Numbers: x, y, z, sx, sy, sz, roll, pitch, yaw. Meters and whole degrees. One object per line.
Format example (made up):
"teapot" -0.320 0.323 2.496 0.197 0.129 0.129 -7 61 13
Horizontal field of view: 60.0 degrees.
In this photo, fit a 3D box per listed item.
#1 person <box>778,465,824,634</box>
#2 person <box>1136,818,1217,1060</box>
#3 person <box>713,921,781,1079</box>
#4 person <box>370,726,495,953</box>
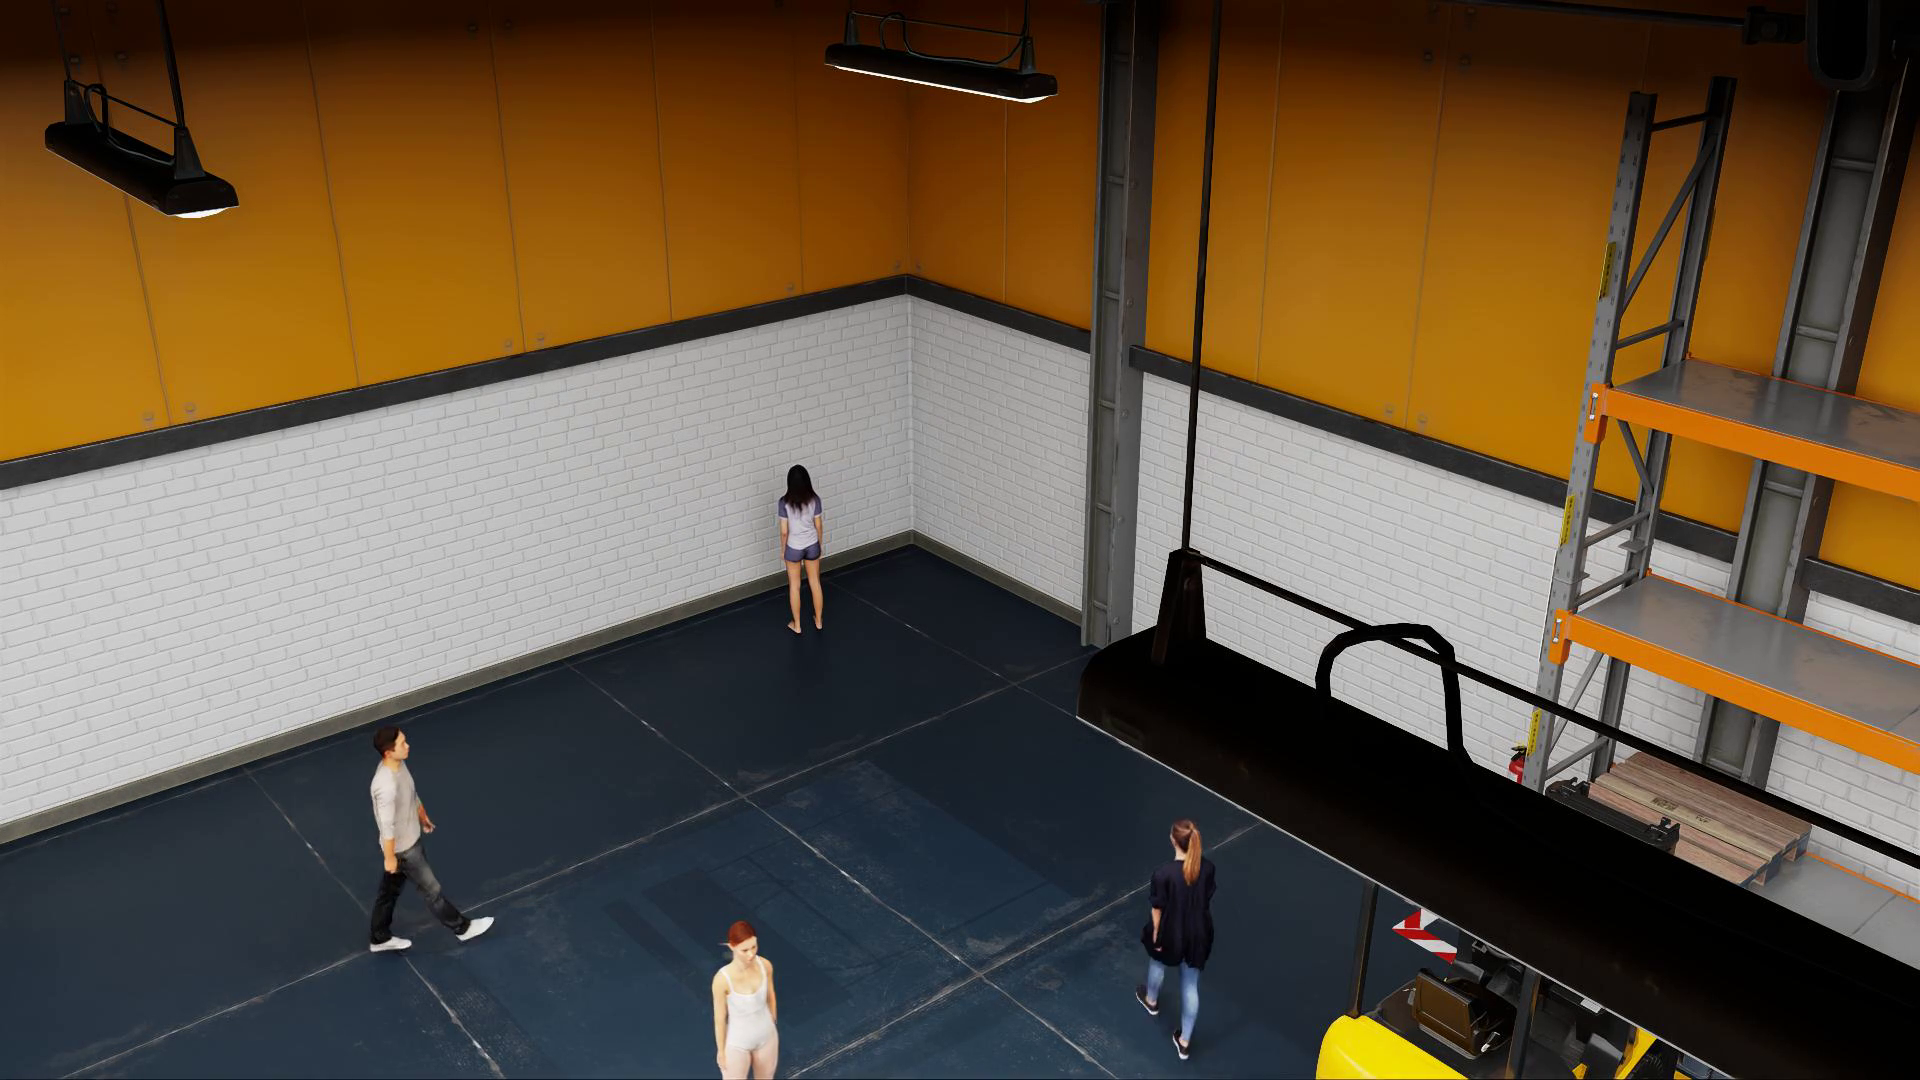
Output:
"person" -1.541 0.078 16.197 0.647 1.733 0.619 -8 25 -18
"person" 1.441 2.570 10.592 0.884 1.656 1.028 -4 24 -9
"person" -1.251 2.929 9.788 0.552 1.642 0.476 -17 29 -33
"person" -3.968 2.104 11.504 1.055 1.780 1.150 -5 24 -12
